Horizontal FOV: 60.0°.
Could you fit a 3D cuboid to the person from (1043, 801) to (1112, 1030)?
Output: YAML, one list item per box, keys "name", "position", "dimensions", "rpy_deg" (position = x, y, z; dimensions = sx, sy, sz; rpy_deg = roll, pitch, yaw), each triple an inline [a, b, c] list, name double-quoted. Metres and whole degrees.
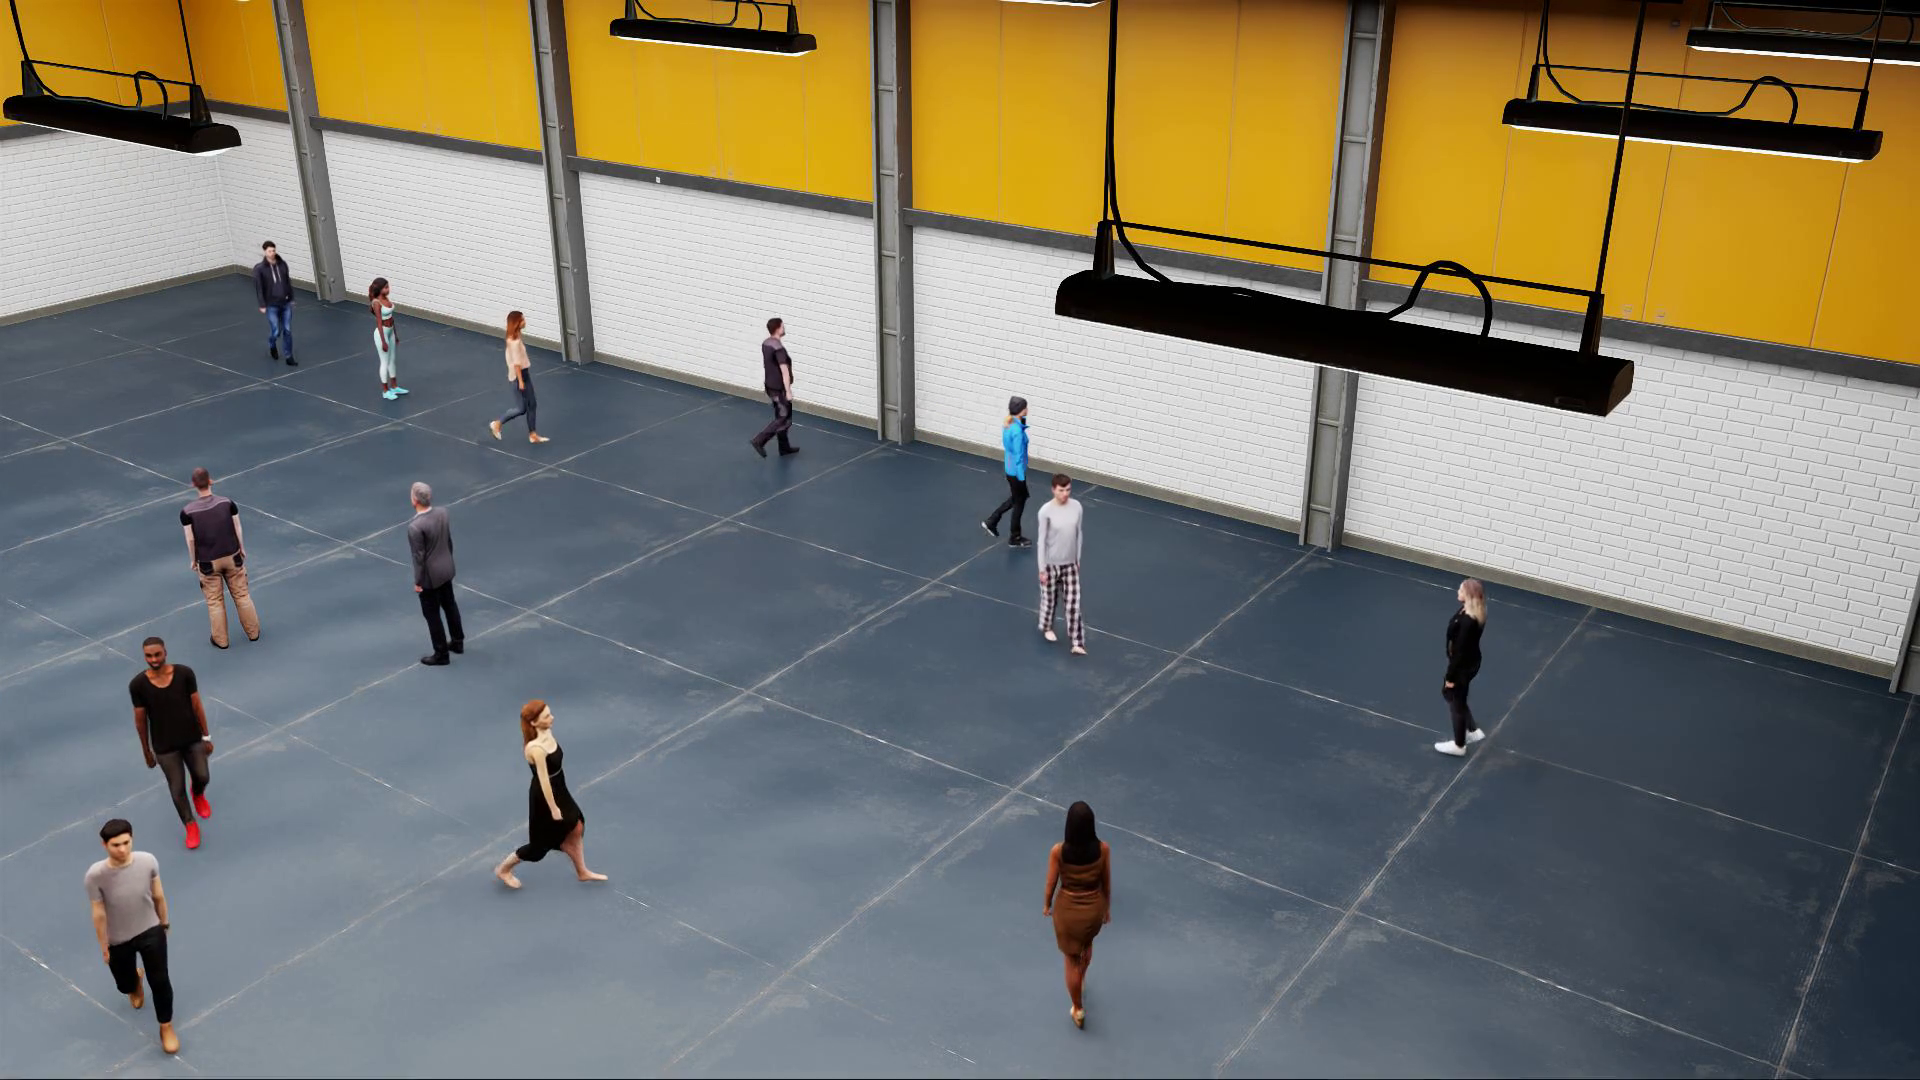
- name: "person"
  position: [0.809, 2.564, 11.045]
  dimensions: [0.814, 1.596, 0.877]
  rpy_deg: [-4, 24, -10]

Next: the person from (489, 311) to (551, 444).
- name: "person"
  position: [-5.757, -2.063, 21.414]
  dimensions: [1.055, 1.770, 0.949]
  rpy_deg: [-2, 24, -4]

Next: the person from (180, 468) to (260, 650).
- name: "person"
  position: [-7.236, 0.166, 16.223]
  dimensions: [0.761, 1.843, 0.726]
  rpy_deg: [-15, 28, -31]

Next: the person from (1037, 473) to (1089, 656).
- name: "person"
  position: [0.931, 0.186, 16.212]
  dimensions: [1.058, 1.816, 1.189]
  rpy_deg: [-8, 25, -17]

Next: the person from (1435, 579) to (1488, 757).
- name: "person"
  position: [4.409, 1.119, 14.254]
  dimensions: [0.689, 1.674, 0.673]
  rpy_deg: [12, 26, 25]

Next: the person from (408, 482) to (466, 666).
- name: "person"
  position: [-5.042, 0.305, 15.909]
  dimensions: [0.691, 1.839, 0.785]
  rpy_deg: [8, 25, 18]

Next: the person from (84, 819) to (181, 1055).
- name: "person"
  position: [-5.458, 2.549, 10.957]
  dimensions: [0.846, 1.695, 1.045]
  rpy_deg: [-14, 27, -29]

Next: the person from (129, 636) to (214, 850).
- name: "person"
  position: [-6.194, 1.538, 13.144]
  dimensions: [0.843, 1.796, 0.929]
  rpy_deg: [-12, 26, -25]

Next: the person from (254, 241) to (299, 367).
- name: "person"
  position: [-10.119, -3.516, 24.600]
  dimensions: [0.752, 1.880, 0.875]
  rpy_deg: [-21, 31, -40]

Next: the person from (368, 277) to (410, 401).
- name: "person"
  position: [-8.027, -2.830, 23.225]
  dimensions: [0.661, 1.725, 0.645]
  rpy_deg: [3, 24, 8]

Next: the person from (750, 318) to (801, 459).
- name: "person"
  position: [-2.356, -1.873, 20.903]
  dimensions: [1.046, 1.831, 1.032]
  rpy_deg: [-10, 26, -22]

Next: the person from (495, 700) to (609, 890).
- name: "person"
  position: [-3.175, 1.948, 12.461]
  dimensions: [1.125, 1.591, 0.923]
  rpy_deg: [2, 24, 4]

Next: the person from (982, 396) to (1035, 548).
- name: "person"
  position: [0.532, -0.736, 18.366]
  dimensions: [0.947, 1.780, 0.872]
  rpy_deg: [-2, 24, -4]
